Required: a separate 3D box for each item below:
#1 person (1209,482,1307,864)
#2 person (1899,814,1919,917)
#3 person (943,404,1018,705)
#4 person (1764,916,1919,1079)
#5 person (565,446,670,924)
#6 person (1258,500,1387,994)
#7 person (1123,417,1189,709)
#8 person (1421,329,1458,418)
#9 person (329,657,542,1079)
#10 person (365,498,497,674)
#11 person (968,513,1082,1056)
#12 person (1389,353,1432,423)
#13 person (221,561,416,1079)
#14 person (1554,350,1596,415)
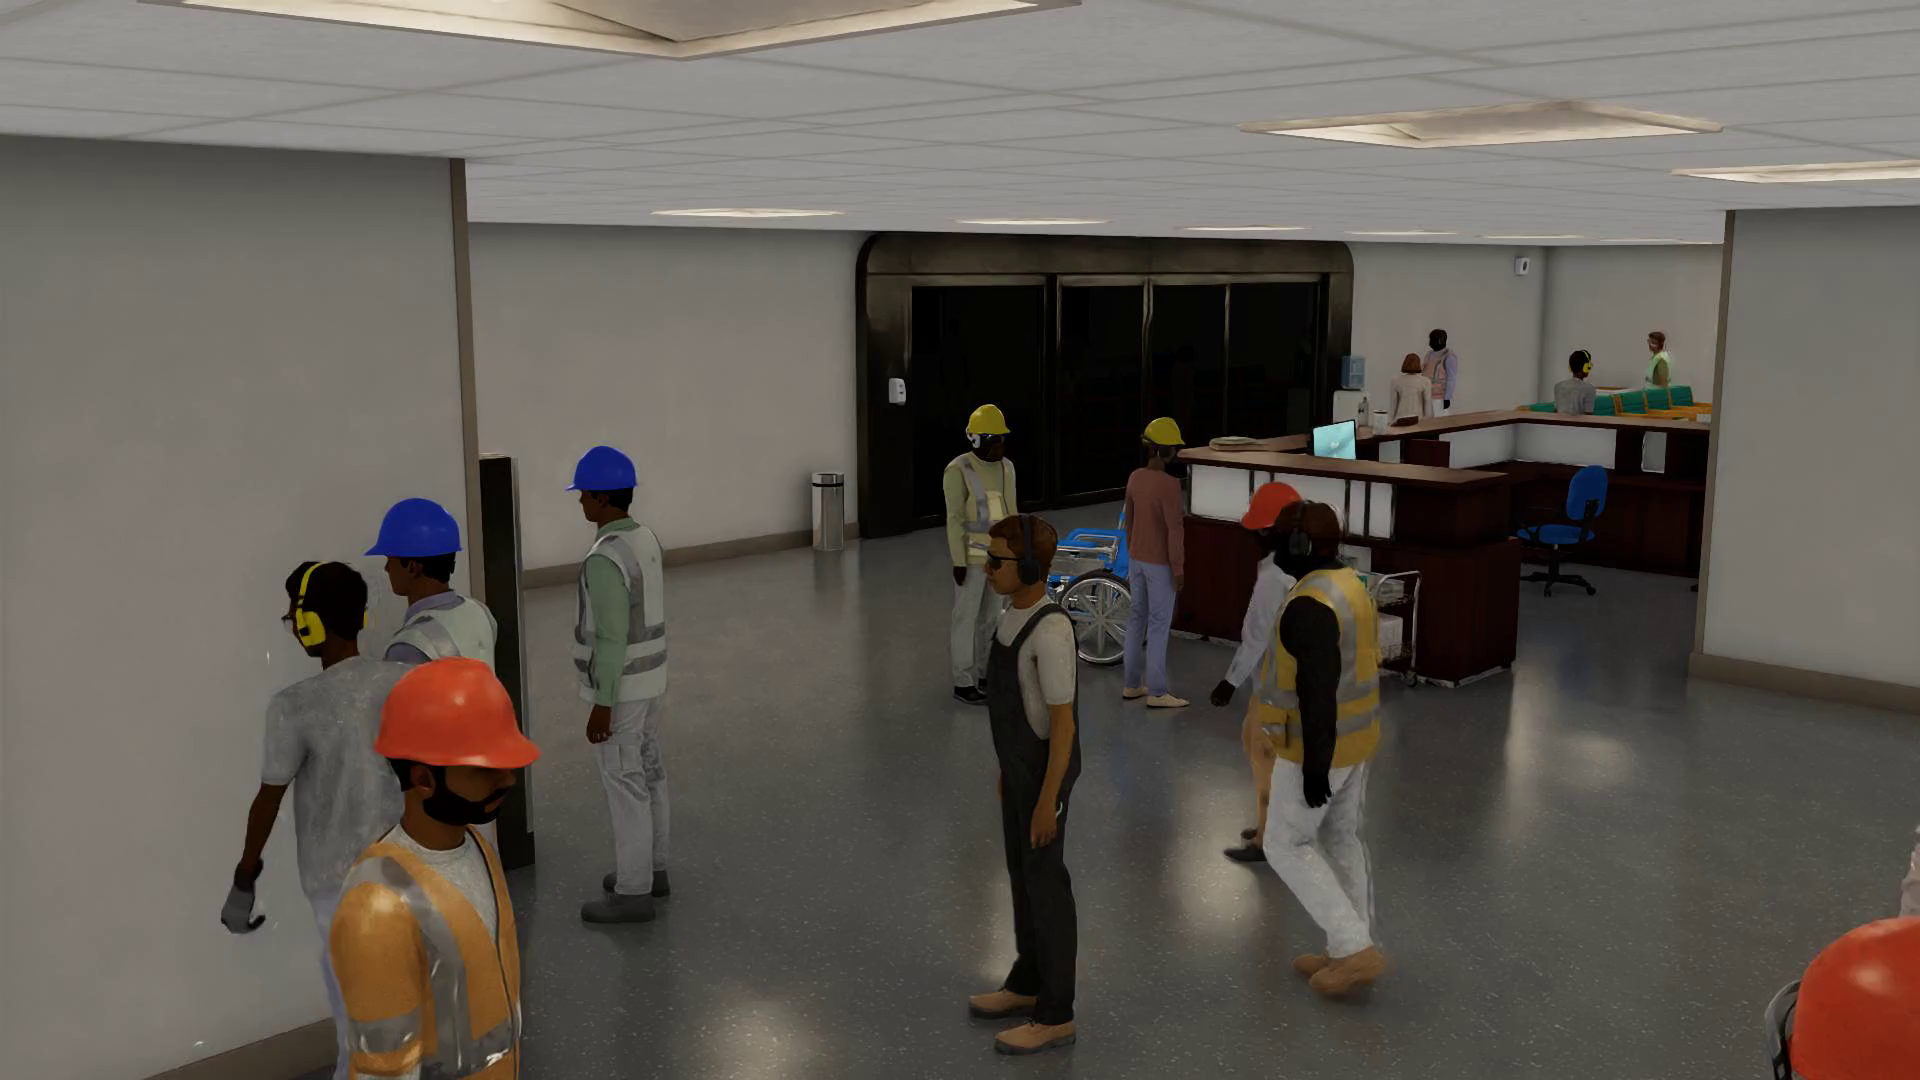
[{"bbox_3d":[1.346,0.594,7.395,0.435,1.735,0.596,3,10,19],"label":"person"},{"bbox_3d":[2.419,1.109,3.774,0.546,1.887,0.658,-3,10,-16],"label":"person"},{"bbox_3d":[0.156,0.082,10.237,0.404,1.835,0.587,8,12,40],"label":"person"},{"bbox_3d":[0.981,1.370,1.849,0.609,1.995,0.376,-6,11,-34],"label":"person"},{"bbox_3d":[-1.392,0.586,6.799,0.404,1.945,0.614,1,9,6],"label":"person"},{"bbox_3d":[1.342,0.762,6.134,0.485,1.813,0.658,5,10,28],"label":"person"},{"bbox_3d":[1.204,0.135,10.125,0.325,1.767,0.533,-5,10,-27],"label":"person"},{"bbox_3d":[6.508,-1.963,22.753,0.429,1.842,0.634,-3,10,-18],"label":"person"},{"bbox_3d":[-0.984,1.172,3.275,0.388,1.928,0.546,1,9,5],"label":"person"},{"bbox_3d":[-1.651,0.833,5.280,0.388,1.947,0.614,0,9,2],"label":"person"},{"bbox_3d":[0.235,0.821,5.664,0.344,1.845,0.506,-2,10,-14],"label":"person"},{"bbox_3d":[5.491,-1.457,20.294,0.502,1.632,0.282,4,10,22],"label":"person"},{"bbox_3d":[-1.836,0.965,4.817,0.804,1.831,0.494,4,10,24],"label":"person"},{"bbox_3d":[6.100,-0.958,16.558,0.329,1.861,0.506,-5,11,-30],"label":"person"}]
